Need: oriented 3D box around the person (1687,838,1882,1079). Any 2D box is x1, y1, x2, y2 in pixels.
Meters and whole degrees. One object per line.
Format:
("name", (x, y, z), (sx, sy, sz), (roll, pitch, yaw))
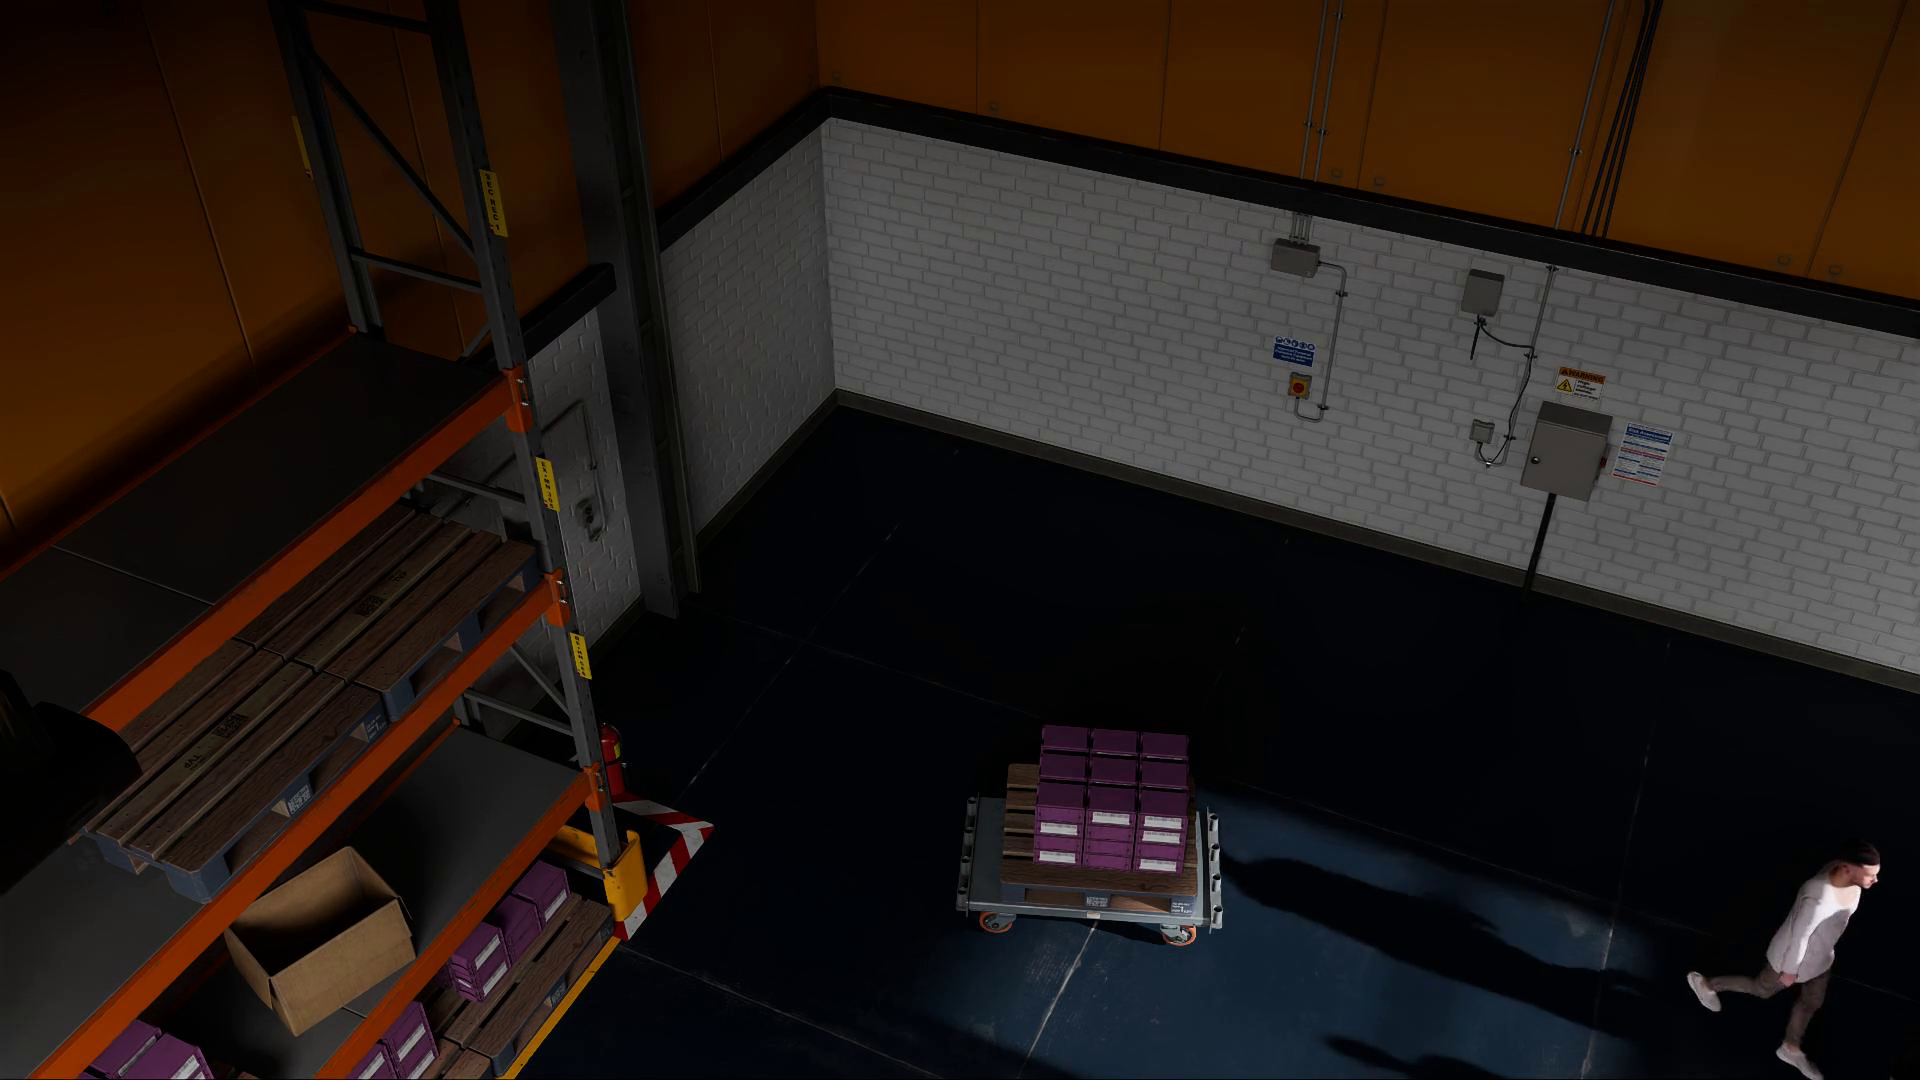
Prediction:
("person", (4.693, 2.262, 9.410), (1.178, 1.810, 1.119), (-24, 44, -27))
